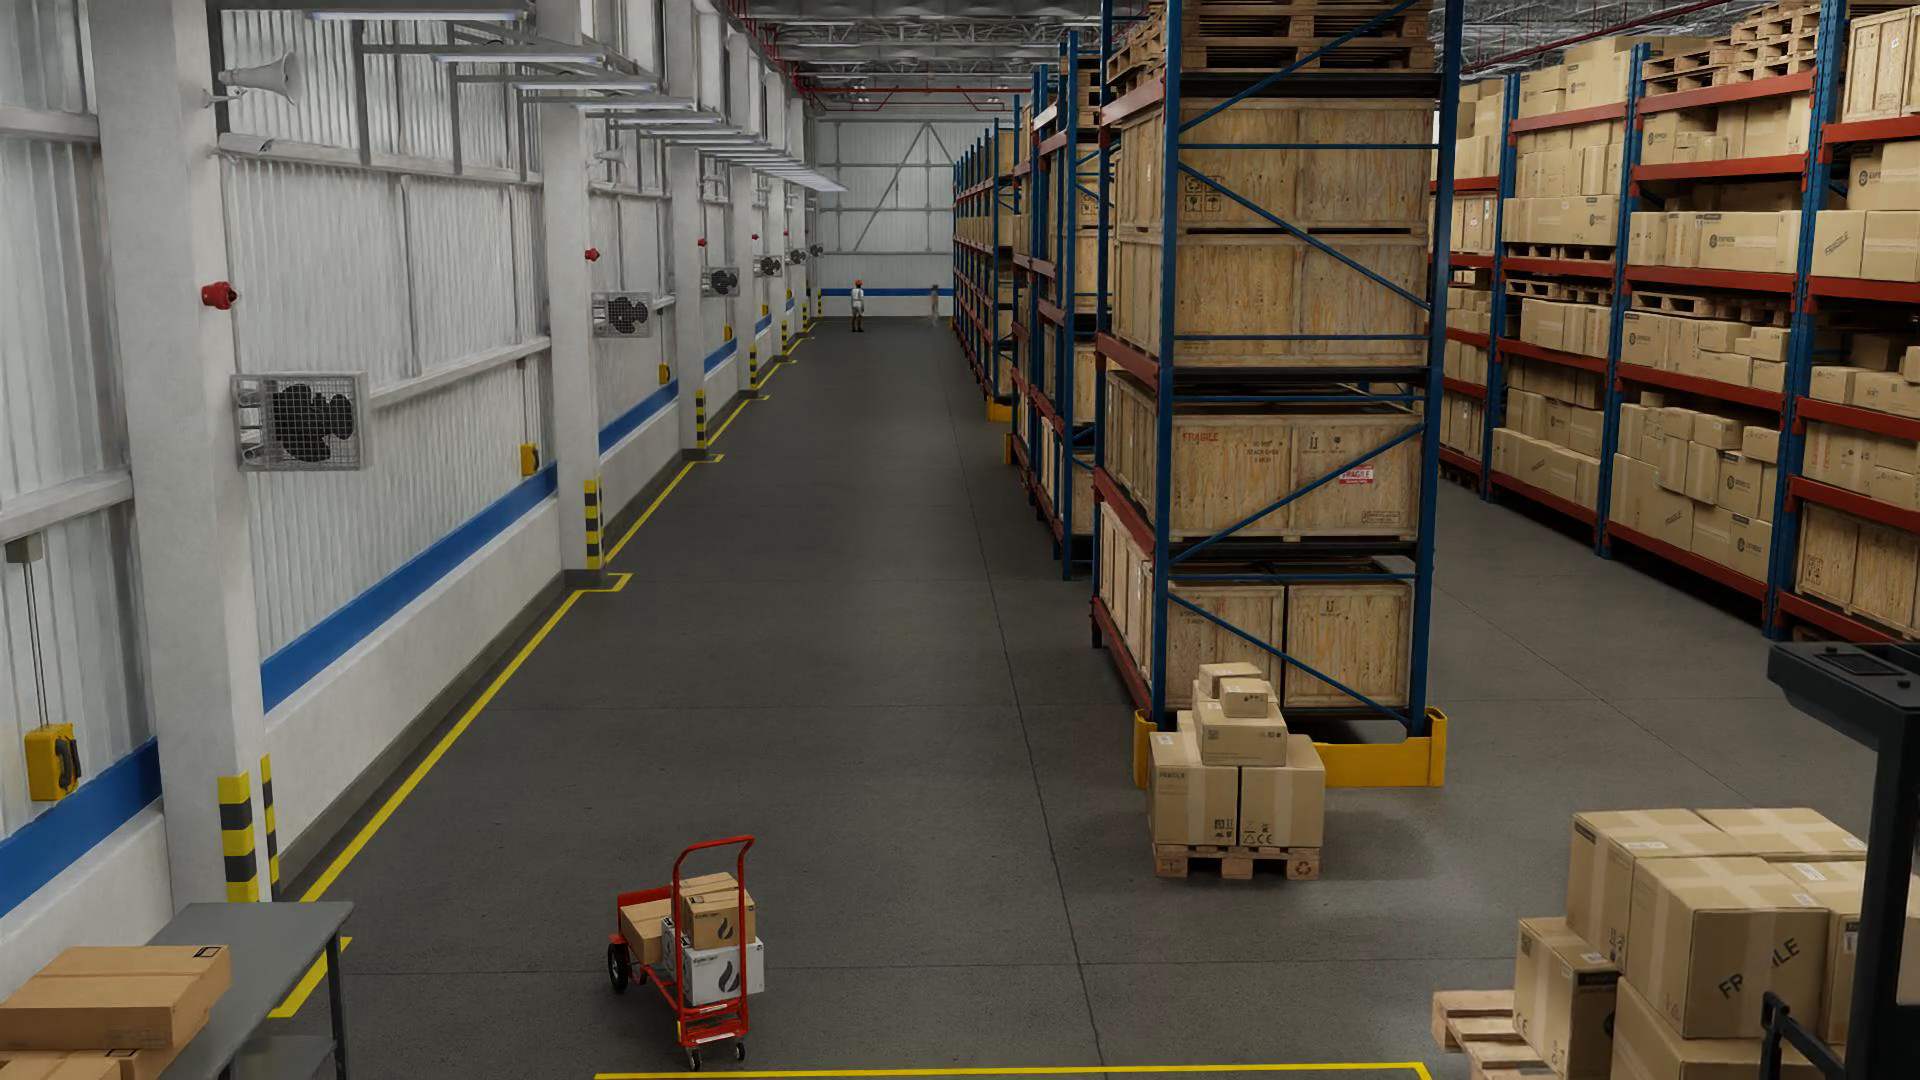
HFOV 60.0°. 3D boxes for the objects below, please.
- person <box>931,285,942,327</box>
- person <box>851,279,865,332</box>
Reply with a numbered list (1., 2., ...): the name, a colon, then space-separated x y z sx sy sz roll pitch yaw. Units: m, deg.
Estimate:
1. person: -0.877 -9.000 63.937 0.587 1.615 0.546 1 11 3
2. person: -3.735 -8.581 60.959 0.551 1.932 0.378 7 13 33
